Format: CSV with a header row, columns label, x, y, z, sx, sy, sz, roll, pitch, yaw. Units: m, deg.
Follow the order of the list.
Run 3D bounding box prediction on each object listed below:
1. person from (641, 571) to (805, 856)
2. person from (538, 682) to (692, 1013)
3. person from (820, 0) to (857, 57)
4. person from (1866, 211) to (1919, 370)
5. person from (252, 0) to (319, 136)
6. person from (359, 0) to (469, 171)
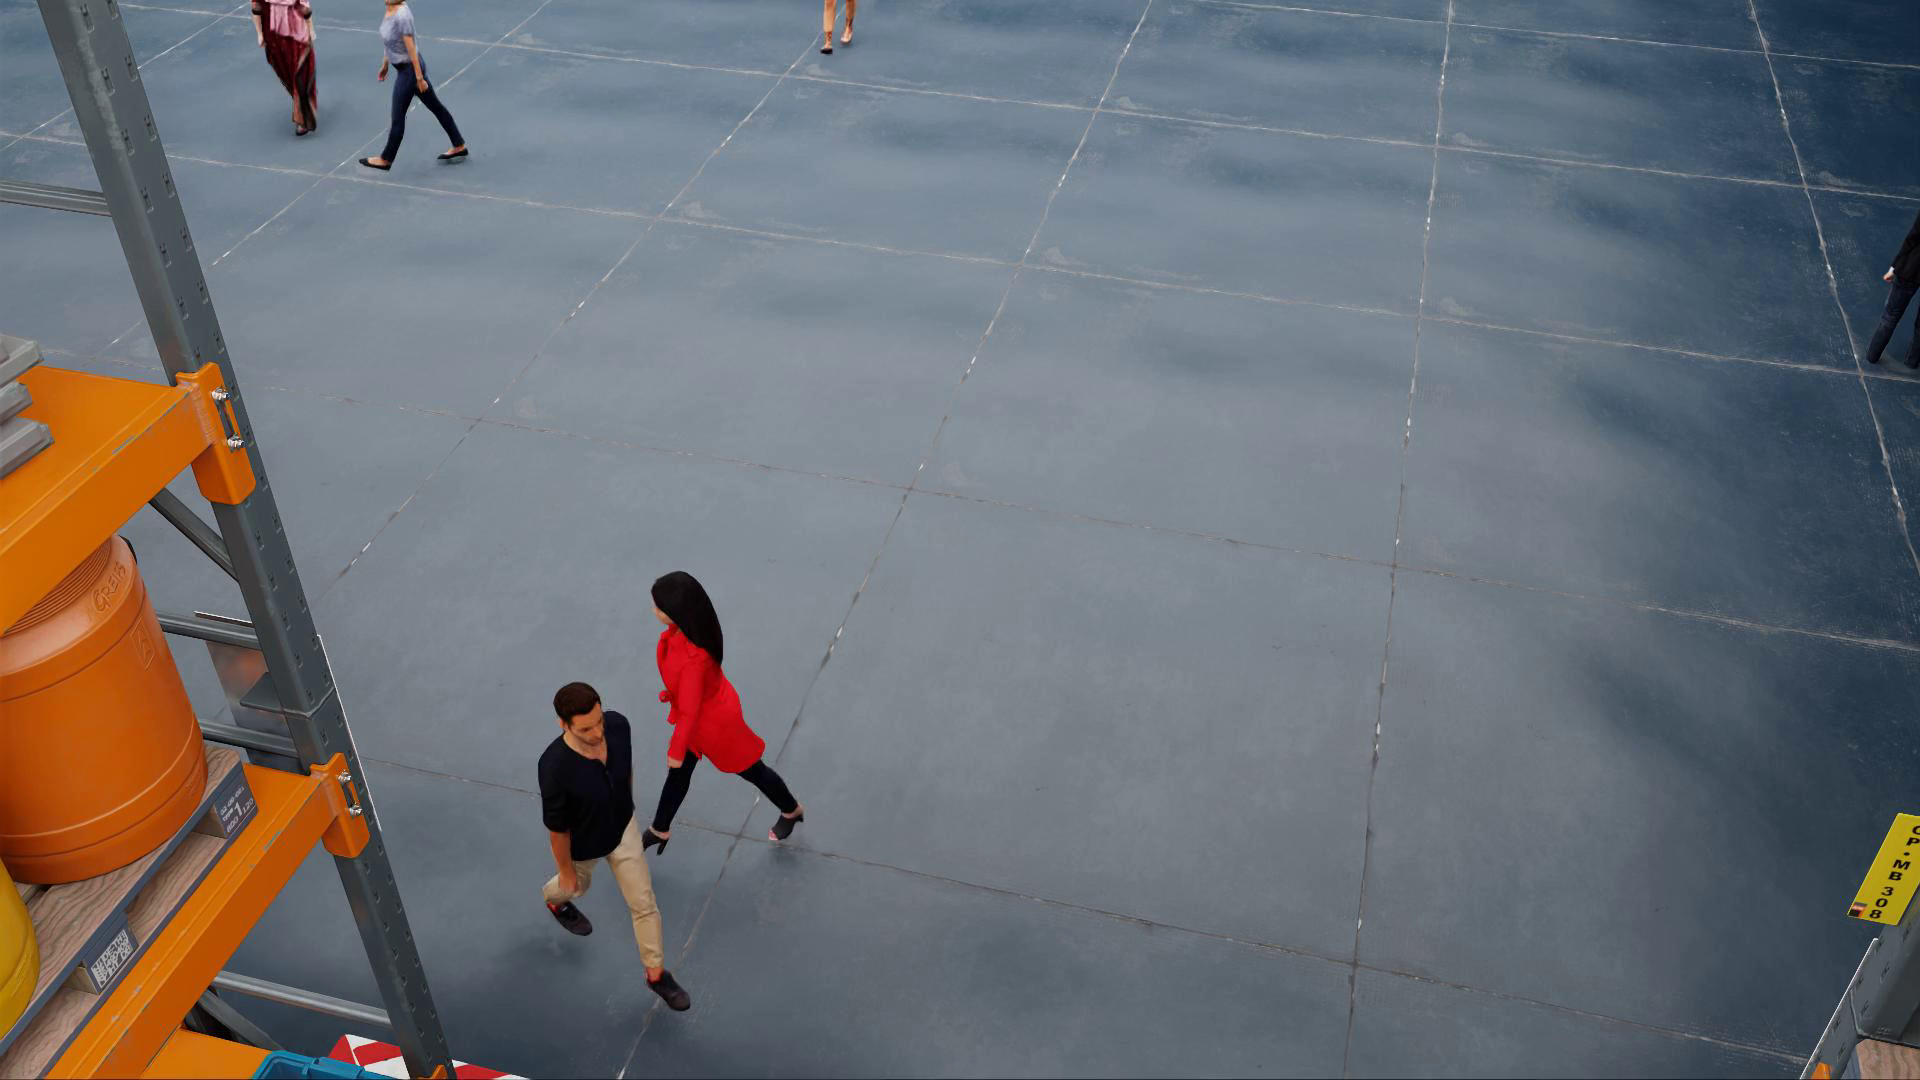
label,x,y,z,sx,sy,sz,roll,pitch,yaw
person,-1.058,0.847,7.622,1.042,1.684,1.134,-9,39,-11
person,-1.604,1.212,7.060,1.082,1.802,1.207,28,46,31
person,-1.106,-5.483,15.717,0.702,1.679,1.107,5,38,6
person,6.537,-1.818,11.323,0.736,1.777,0.575,12,40,14
person,-5.819,-4.415,14.416,0.805,1.601,1.110,0,38,0
person,-4.415,-3.850,13.636,1.069,1.671,1.099,-14,40,-17
